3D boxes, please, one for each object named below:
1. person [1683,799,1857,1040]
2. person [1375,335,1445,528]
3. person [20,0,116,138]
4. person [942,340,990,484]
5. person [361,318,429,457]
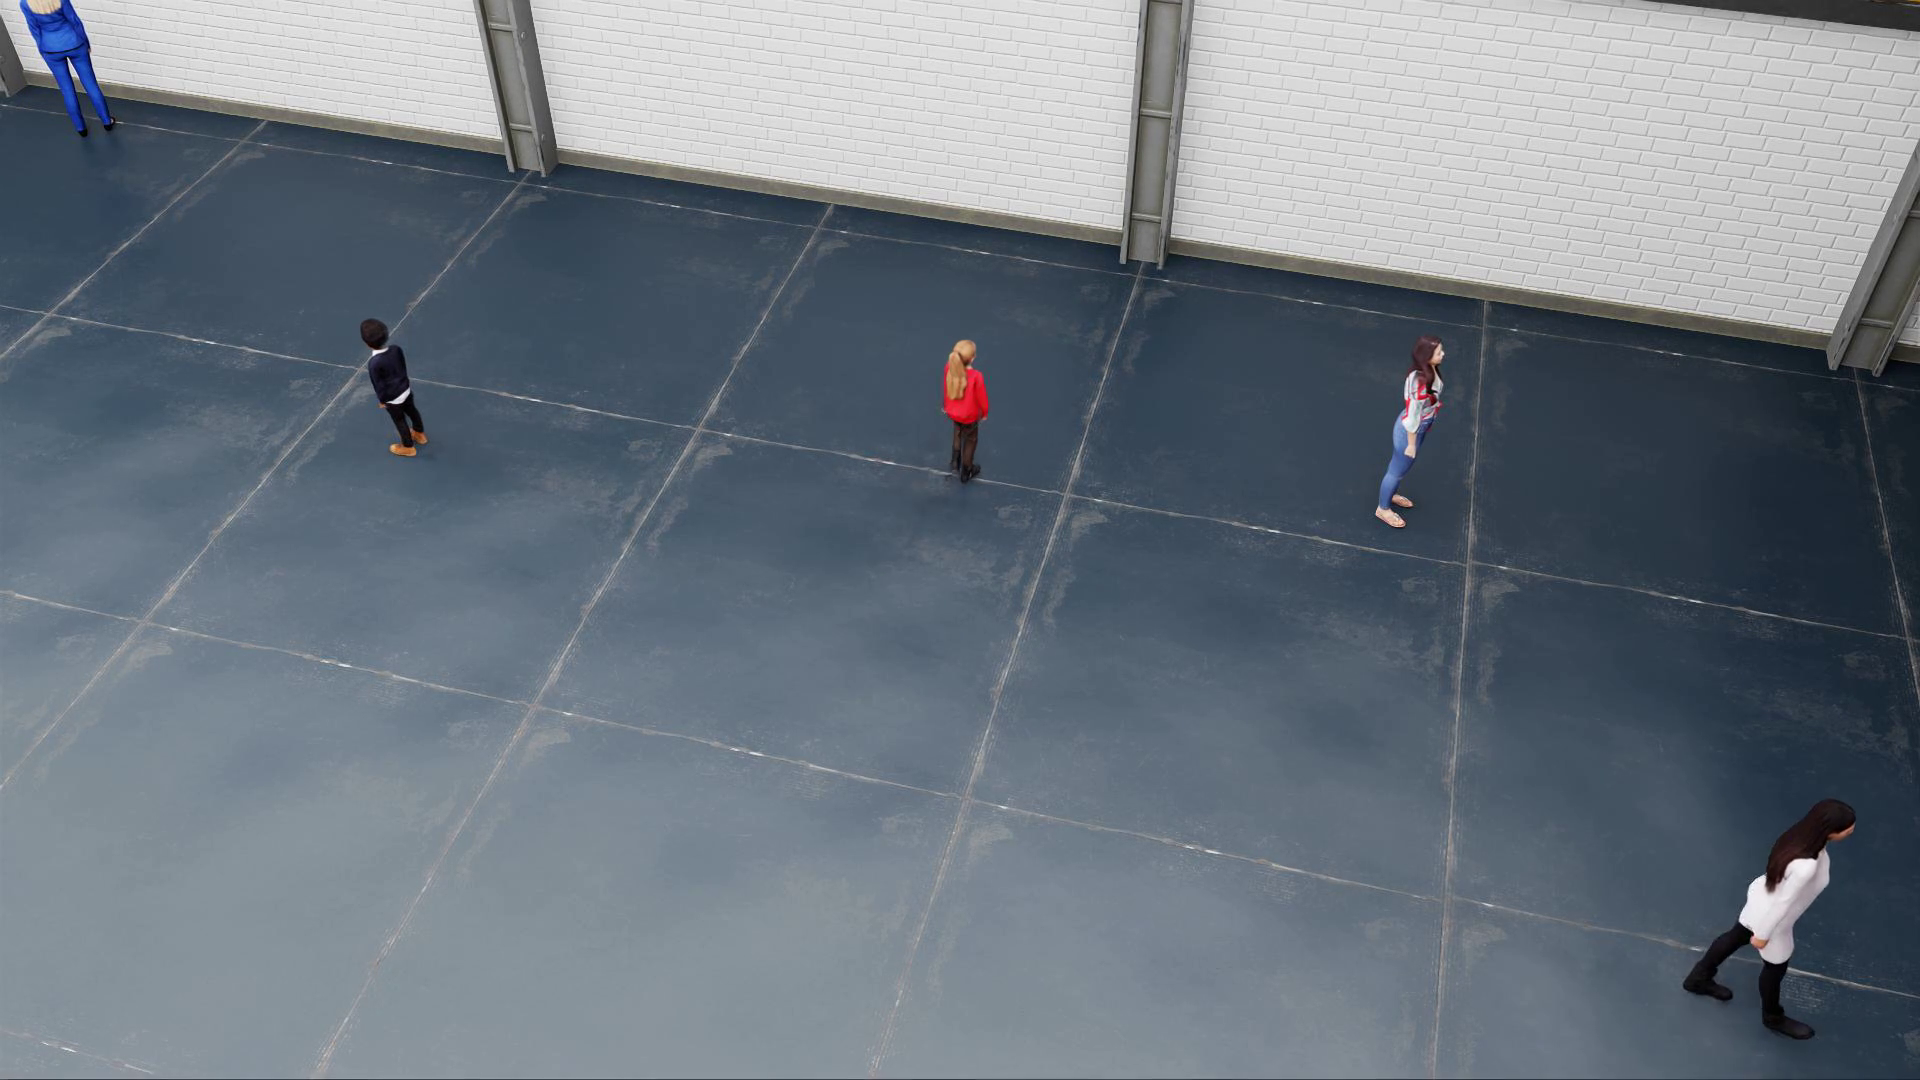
[{"bbox_3d":[4.293,1.964,8.968,0.950,1.787,0.717,18,46,18],"label":"person"},{"bbox_3d":[3.259,-0.813,12.008,0.579,1.615,0.634,19,47,19],"label":"person"},{"bbox_3d":[-8.634,-4.715,16.041,0.689,1.701,0.766,-18,46,-18],"label":"person"},{"bbox_3d":[0.003,-0.933,12.379,0.523,1.276,0.627,22,48,22],"label":"person"},{"bbox_3d":[-4.308,-1.171,12.667,0.517,1.223,0.528,17,46,17],"label":"person"}]
